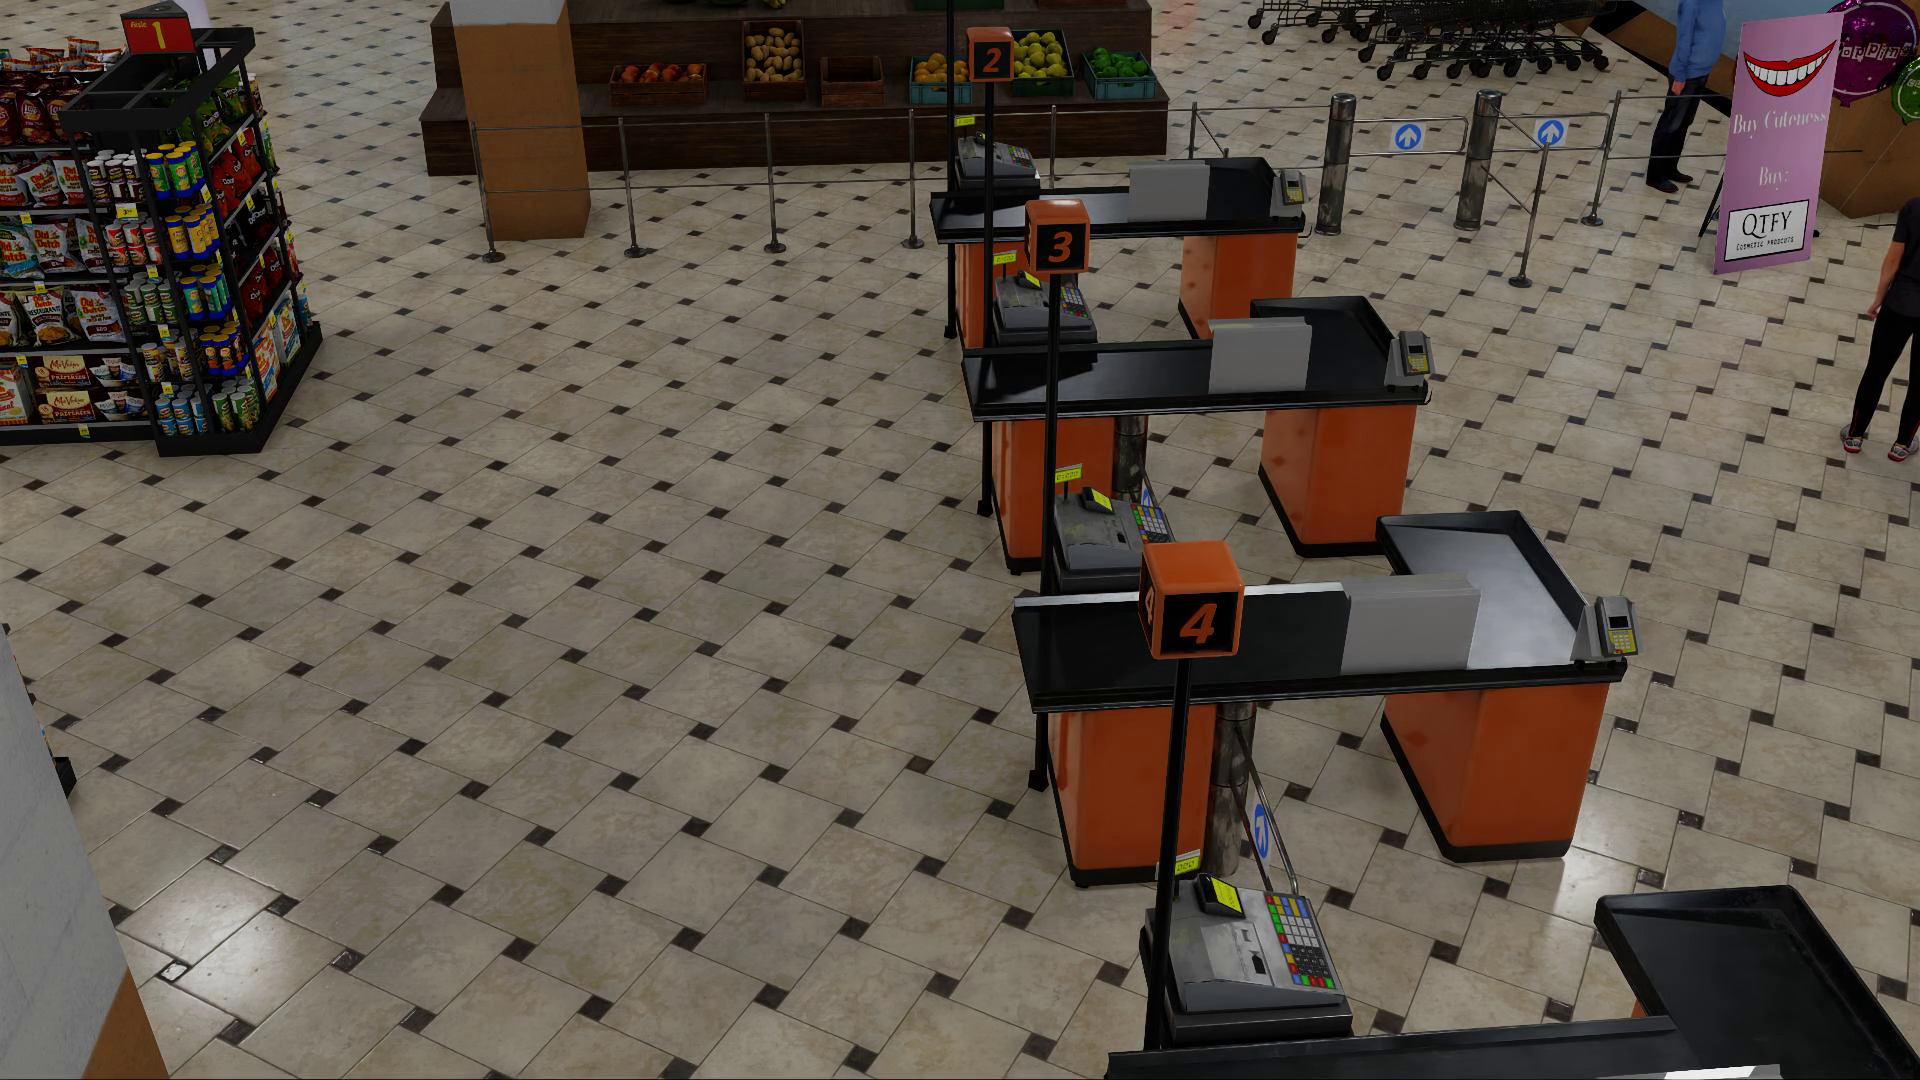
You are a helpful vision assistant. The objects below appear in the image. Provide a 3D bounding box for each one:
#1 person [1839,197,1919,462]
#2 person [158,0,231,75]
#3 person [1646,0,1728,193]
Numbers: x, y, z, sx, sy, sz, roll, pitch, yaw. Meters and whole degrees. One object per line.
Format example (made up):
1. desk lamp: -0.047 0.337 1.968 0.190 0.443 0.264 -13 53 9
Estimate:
1. person: 5.208 -1.267 9.027 0.688 1.764 0.783 18 36 26
2. person: -7.170 -5.211 15.212 0.845 1.926 0.804 -26 40 -35
3. person: 5.595 -3.618 12.754 0.722 1.820 0.802 -28 41 -37
